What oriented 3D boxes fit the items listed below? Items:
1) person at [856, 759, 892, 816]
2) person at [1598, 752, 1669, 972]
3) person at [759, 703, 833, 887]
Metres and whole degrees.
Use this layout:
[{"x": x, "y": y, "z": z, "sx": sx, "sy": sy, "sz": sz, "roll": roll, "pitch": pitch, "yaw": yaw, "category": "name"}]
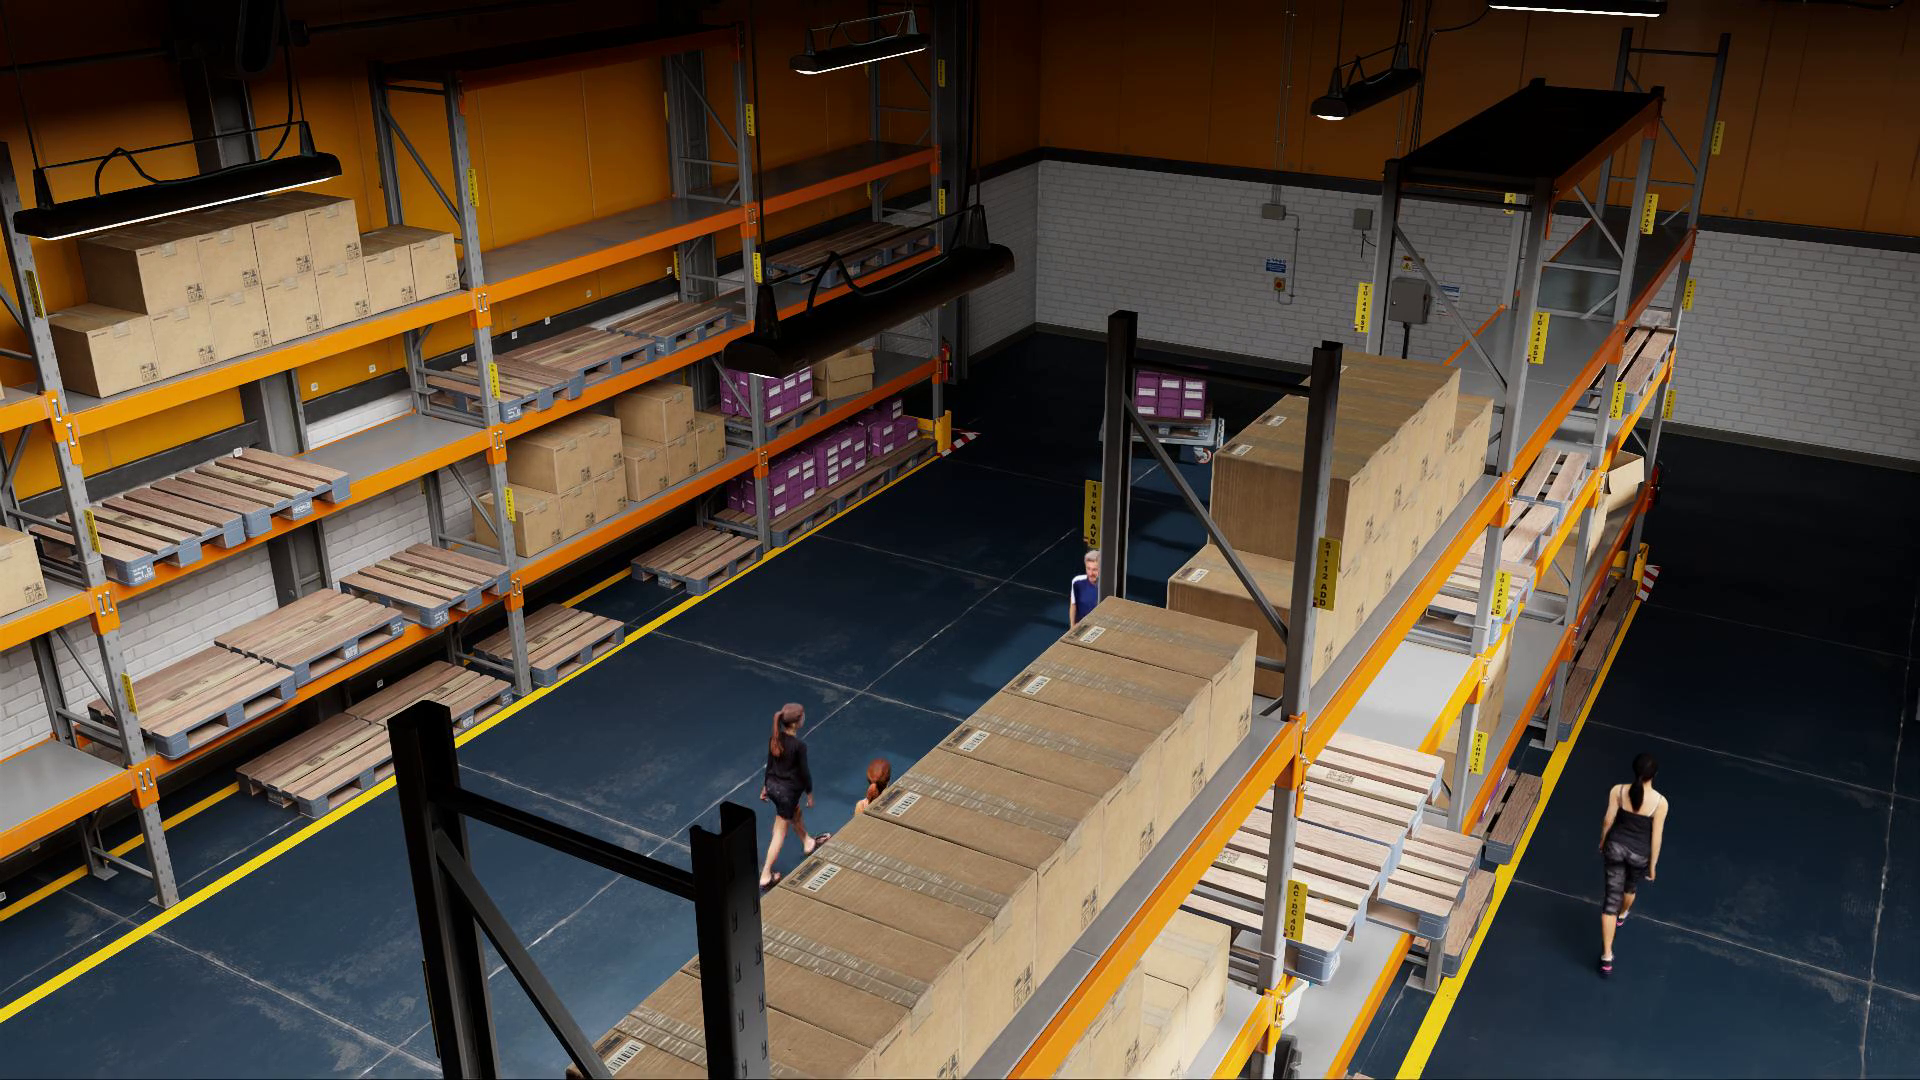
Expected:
[{"x": -0.555, "y": 2.448, "z": 12.093, "sx": 0.710, "sy": 1.765, "sz": 1.137, "roll": 8, "pitch": 25, "yaw": 17, "category": "person"}, {"x": 4.919, "y": 2.396, "z": 12.319, "sx": 0.602, "sy": 1.680, "sz": 1.120, "roll": 12, "pitch": 26, "yaw": 25, "category": "person"}, {"x": -1.458, "y": 2.047, "z": 13.313, "sx": 0.703, "sy": 1.522, "sz": 1.079, "roll": 17, "pitch": 29, "yaw": 34, "category": "person"}]
